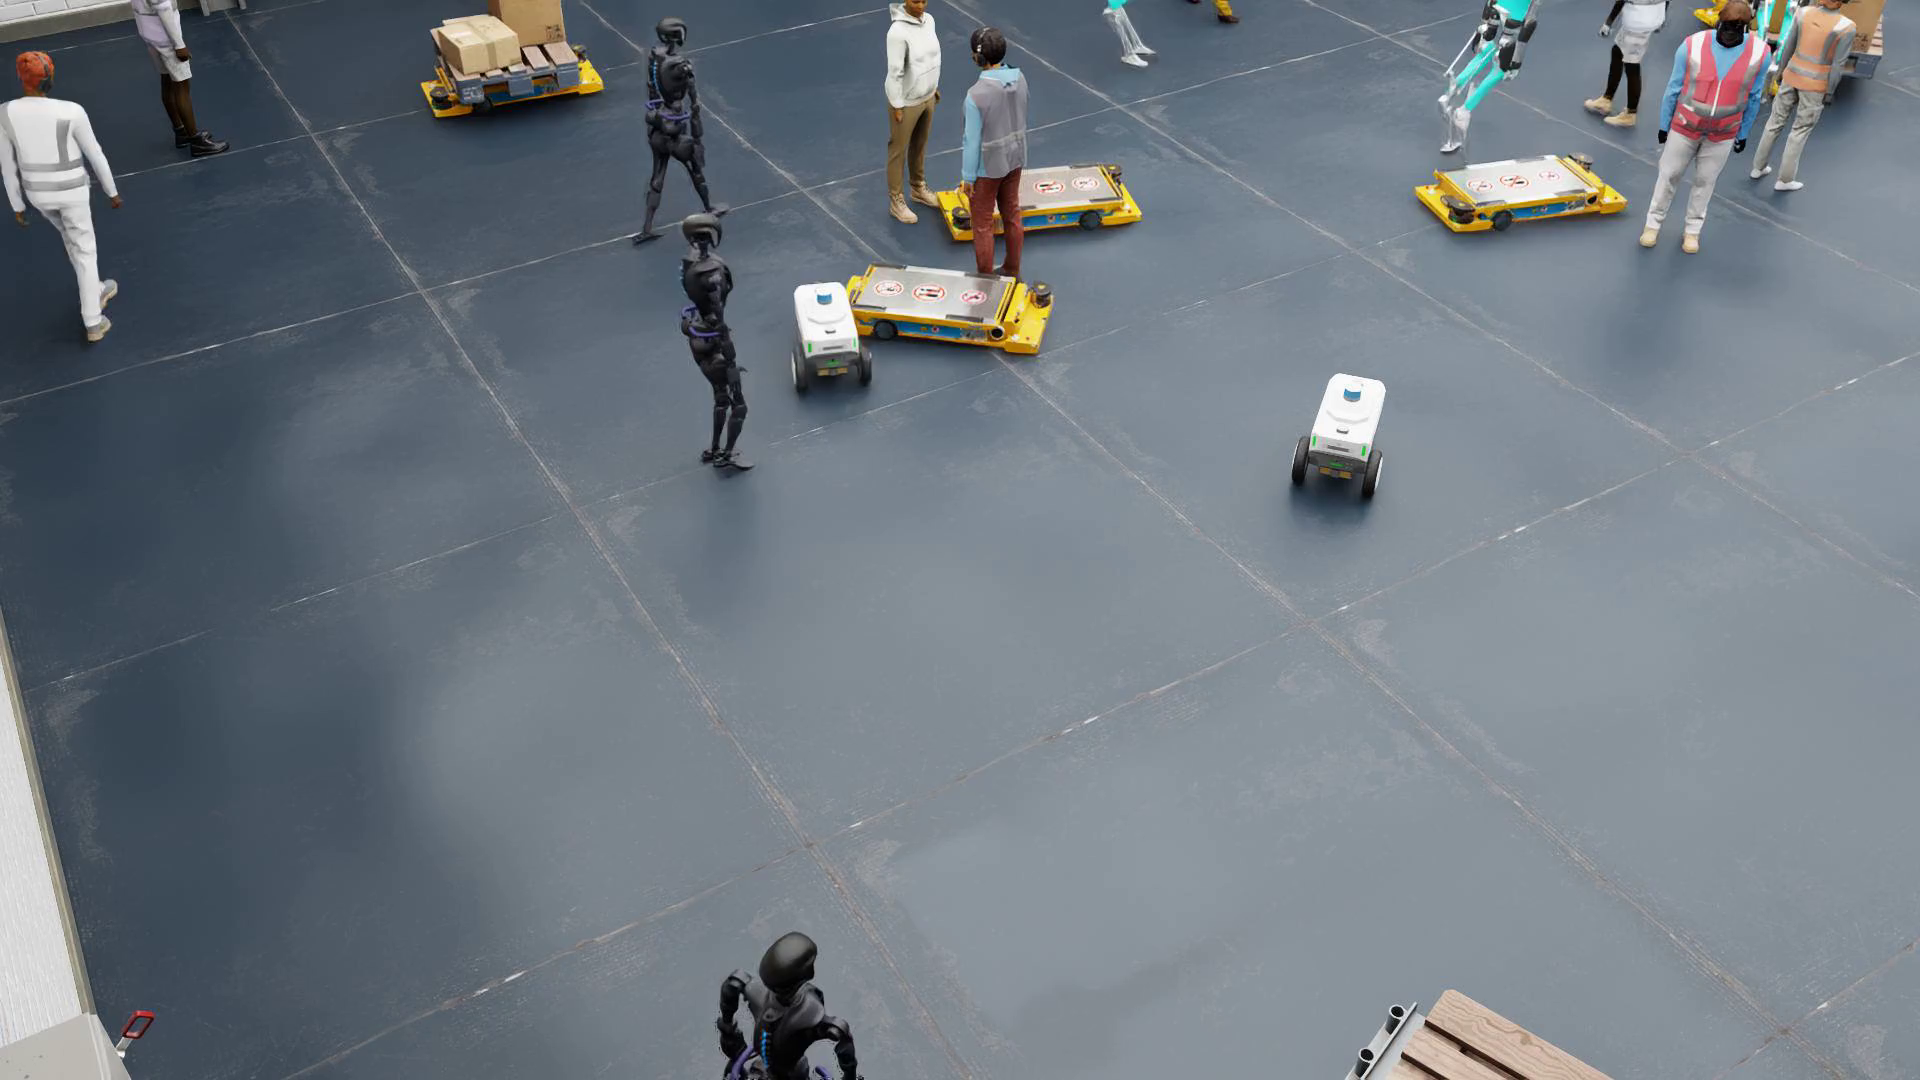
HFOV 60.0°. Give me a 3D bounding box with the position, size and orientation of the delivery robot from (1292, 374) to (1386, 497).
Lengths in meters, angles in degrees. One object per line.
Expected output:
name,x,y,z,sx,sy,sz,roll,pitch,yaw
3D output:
delivery robot,2.290,-0.640,9.884,0.499,0.614,0.808,13,40,15

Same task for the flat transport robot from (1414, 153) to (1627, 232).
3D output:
flat transport robot,4.254,-2.635,12.617,1.431,0.231,0.659,-9,39,-12

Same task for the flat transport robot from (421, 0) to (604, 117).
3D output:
flat transport robot,-3.847,-3.936,14.258,1.431,0.231,0.659,-16,41,-19

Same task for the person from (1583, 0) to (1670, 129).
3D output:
person,5.427,-4.188,13.444,0.606,1.662,0.553,31,48,33

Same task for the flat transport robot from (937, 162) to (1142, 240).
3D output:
flat transport robot,0.590,-2.545,12.503,1.431,0.231,0.659,-8,39,-10

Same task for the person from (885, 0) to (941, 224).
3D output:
person,-0.356,-3.220,12.149,0.379,1.767,0.521,26,45,29

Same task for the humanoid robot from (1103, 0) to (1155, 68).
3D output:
humanoid robot,1.518,-4.955,14.278,0.731,1.691,0.531,10,39,12

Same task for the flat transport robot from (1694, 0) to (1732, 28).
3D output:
flat transport robot,7.662,-4.899,15.473,1.431,0.231,0.659,-9,39,-11

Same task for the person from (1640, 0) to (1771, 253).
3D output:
person,5.225,-2.893,11.688,0.628,1.836,0.432,12,40,15

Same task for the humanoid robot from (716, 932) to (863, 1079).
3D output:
humanoid robot,-0.610,1.925,5.779,0.596,1.632,0.793,16,41,20

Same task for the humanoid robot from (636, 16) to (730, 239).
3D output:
humanoid robot,-2.086,-2.960,11.949,0.814,1.633,0.612,-30,47,-32

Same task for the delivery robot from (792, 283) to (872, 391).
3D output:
delivery robot,-0.864,-1.354,10.761,0.499,0.583,0.774,-7,39,-9

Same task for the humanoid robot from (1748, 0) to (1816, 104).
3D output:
humanoid robot,6.703,-4.333,13.591,0.544,1.794,0.802,17,41,20

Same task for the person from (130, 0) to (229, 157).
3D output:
person,-6.171,-3.943,12.934,0.371,1.927,0.542,-31,48,-33

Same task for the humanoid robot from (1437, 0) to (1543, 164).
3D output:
humanoid robot,4.023,-3.705,12.856,0.754,1.863,0.541,-15,41,-18

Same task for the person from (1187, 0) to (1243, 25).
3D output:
person,2.370,-5.696,15.319,0.547,1.702,0.915,-27,46,-30

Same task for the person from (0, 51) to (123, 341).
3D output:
person,-5.844,-2.263,10.873,0.594,1.846,0.826,-1,38,-2

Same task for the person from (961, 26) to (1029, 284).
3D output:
person,0.235,-2.507,11.168,0.540,1.872,0.413,-31,48,-33

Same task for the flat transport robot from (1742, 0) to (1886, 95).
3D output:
flat transport robot,7.341,-4.226,14.625,0.659,0.231,1.431,15,41,18

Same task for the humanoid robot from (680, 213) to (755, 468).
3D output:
humanoid robot,-1.425,-1.150,9.612,0.322,1.649,0.601,-15,41,-18

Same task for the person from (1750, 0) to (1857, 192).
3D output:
person,6.367,-3.434,12.528,0.312,1.633,0.514,-19,42,-22

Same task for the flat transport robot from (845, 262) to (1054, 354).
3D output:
flat transport robot,-0.123,-1.576,11.280,1.431,0.231,0.659,8,39,10
